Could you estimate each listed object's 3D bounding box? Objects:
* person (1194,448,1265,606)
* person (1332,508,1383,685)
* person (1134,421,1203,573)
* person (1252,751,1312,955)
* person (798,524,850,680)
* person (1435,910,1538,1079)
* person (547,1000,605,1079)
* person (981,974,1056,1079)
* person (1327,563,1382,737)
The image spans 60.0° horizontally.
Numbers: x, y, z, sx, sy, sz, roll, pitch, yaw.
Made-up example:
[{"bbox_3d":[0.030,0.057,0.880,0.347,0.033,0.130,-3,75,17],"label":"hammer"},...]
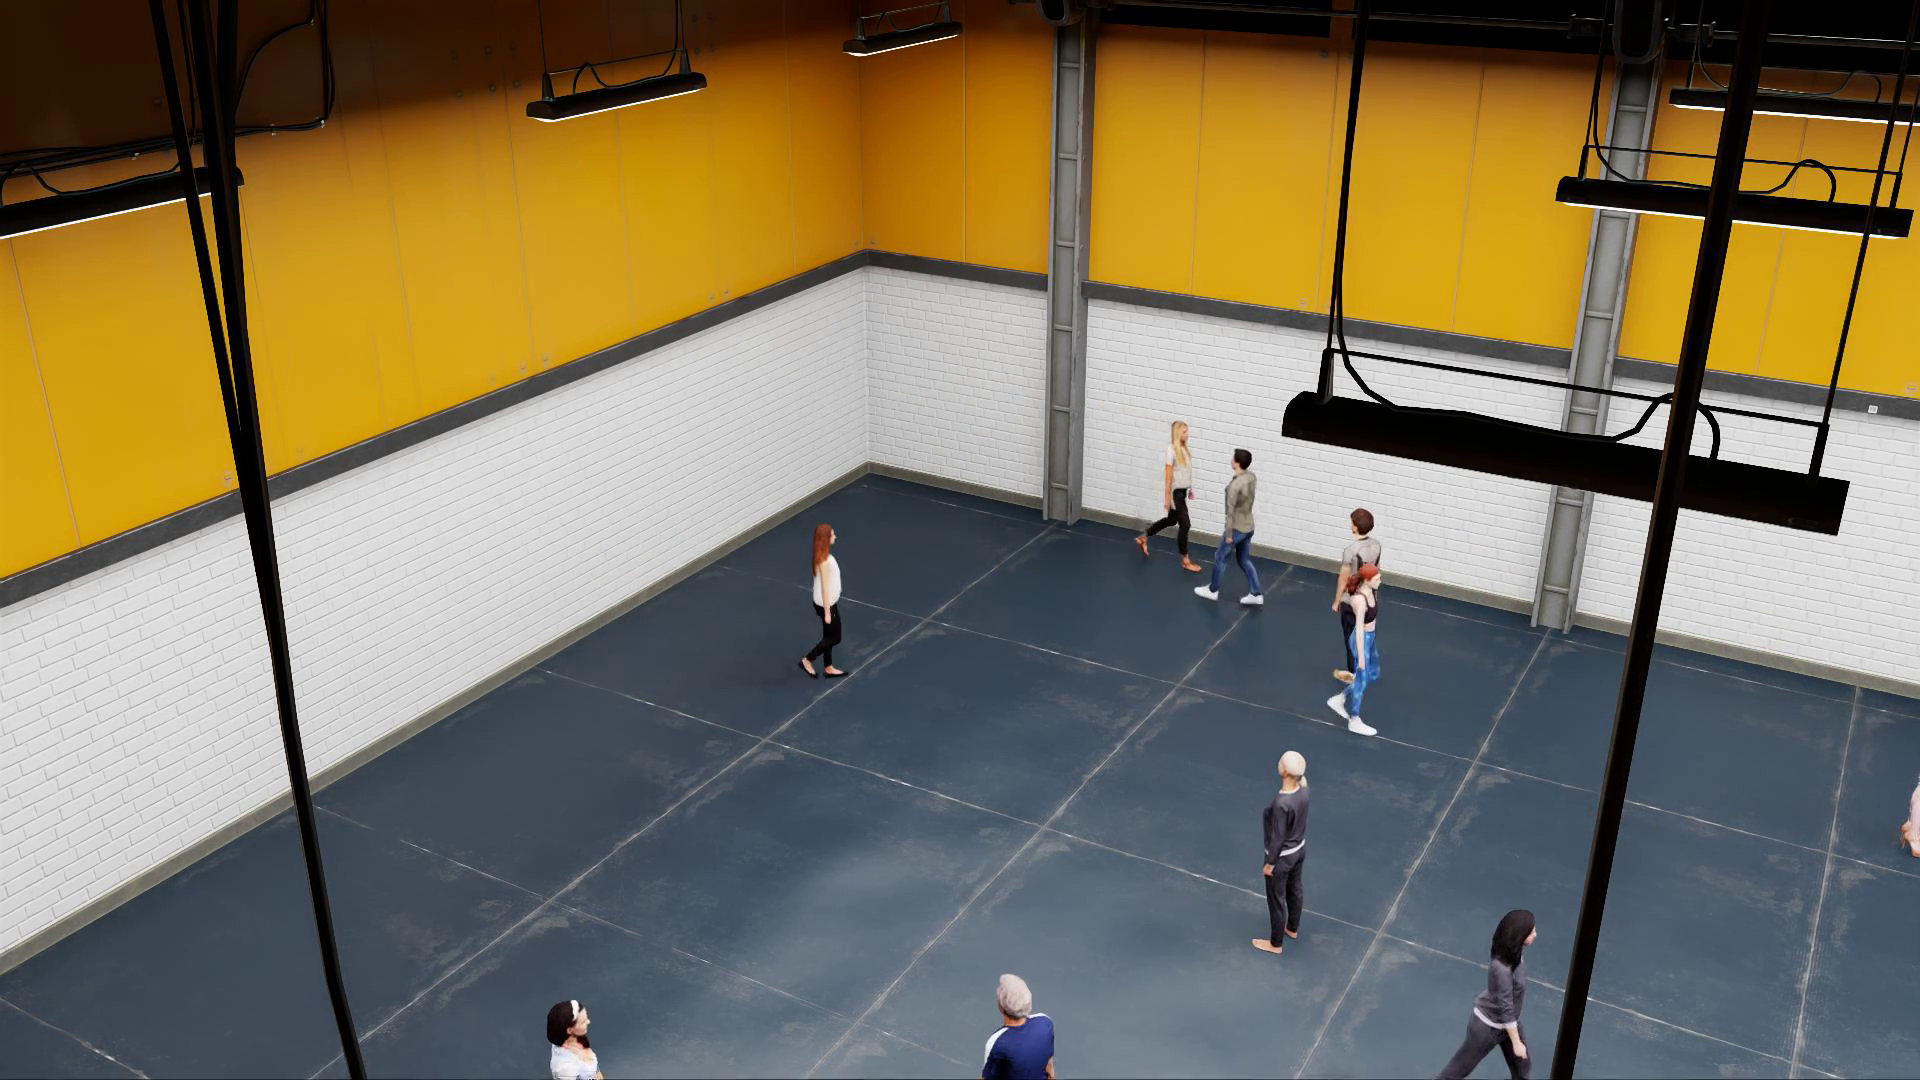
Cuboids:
[{"bbox_3d":[3.130,-0.117,18.286,1.091,1.844,0.827,19,30,37],"label":"person"},{"bbox_3d":[4.020,0.617,16.562,0.757,1.881,0.805,-15,28,-30],"label":"person"},{"bbox_3d":[2.428,-0.537,19.304,1.114,1.799,0.664,11,26,23],"label":"person"},{"bbox_3d":[2.500,2.372,12.742,0.596,1.725,0.651,21,31,39],"label":"person"},{"bbox_3d":[-1.427,0.641,16.717,0.870,1.713,0.790,-3,24,-6],"label":"person"},{"bbox_3d":[3.411,3.169,10.928,1.151,1.717,0.656,11,26,24],"label":"person"},{"bbox_3d":[-2.403,3.538,9.998,1.071,1.785,1.010,-7,25,-15],"label":"person"},{"bbox_3d":[0.412,3.473,10.103,0.767,1.820,0.789,-17,29,-33],"label":"person"},{"bbox_3d":[3.737,1.019,15.766,0.748,1.780,0.617,10,26,22],"label":"person"}]
